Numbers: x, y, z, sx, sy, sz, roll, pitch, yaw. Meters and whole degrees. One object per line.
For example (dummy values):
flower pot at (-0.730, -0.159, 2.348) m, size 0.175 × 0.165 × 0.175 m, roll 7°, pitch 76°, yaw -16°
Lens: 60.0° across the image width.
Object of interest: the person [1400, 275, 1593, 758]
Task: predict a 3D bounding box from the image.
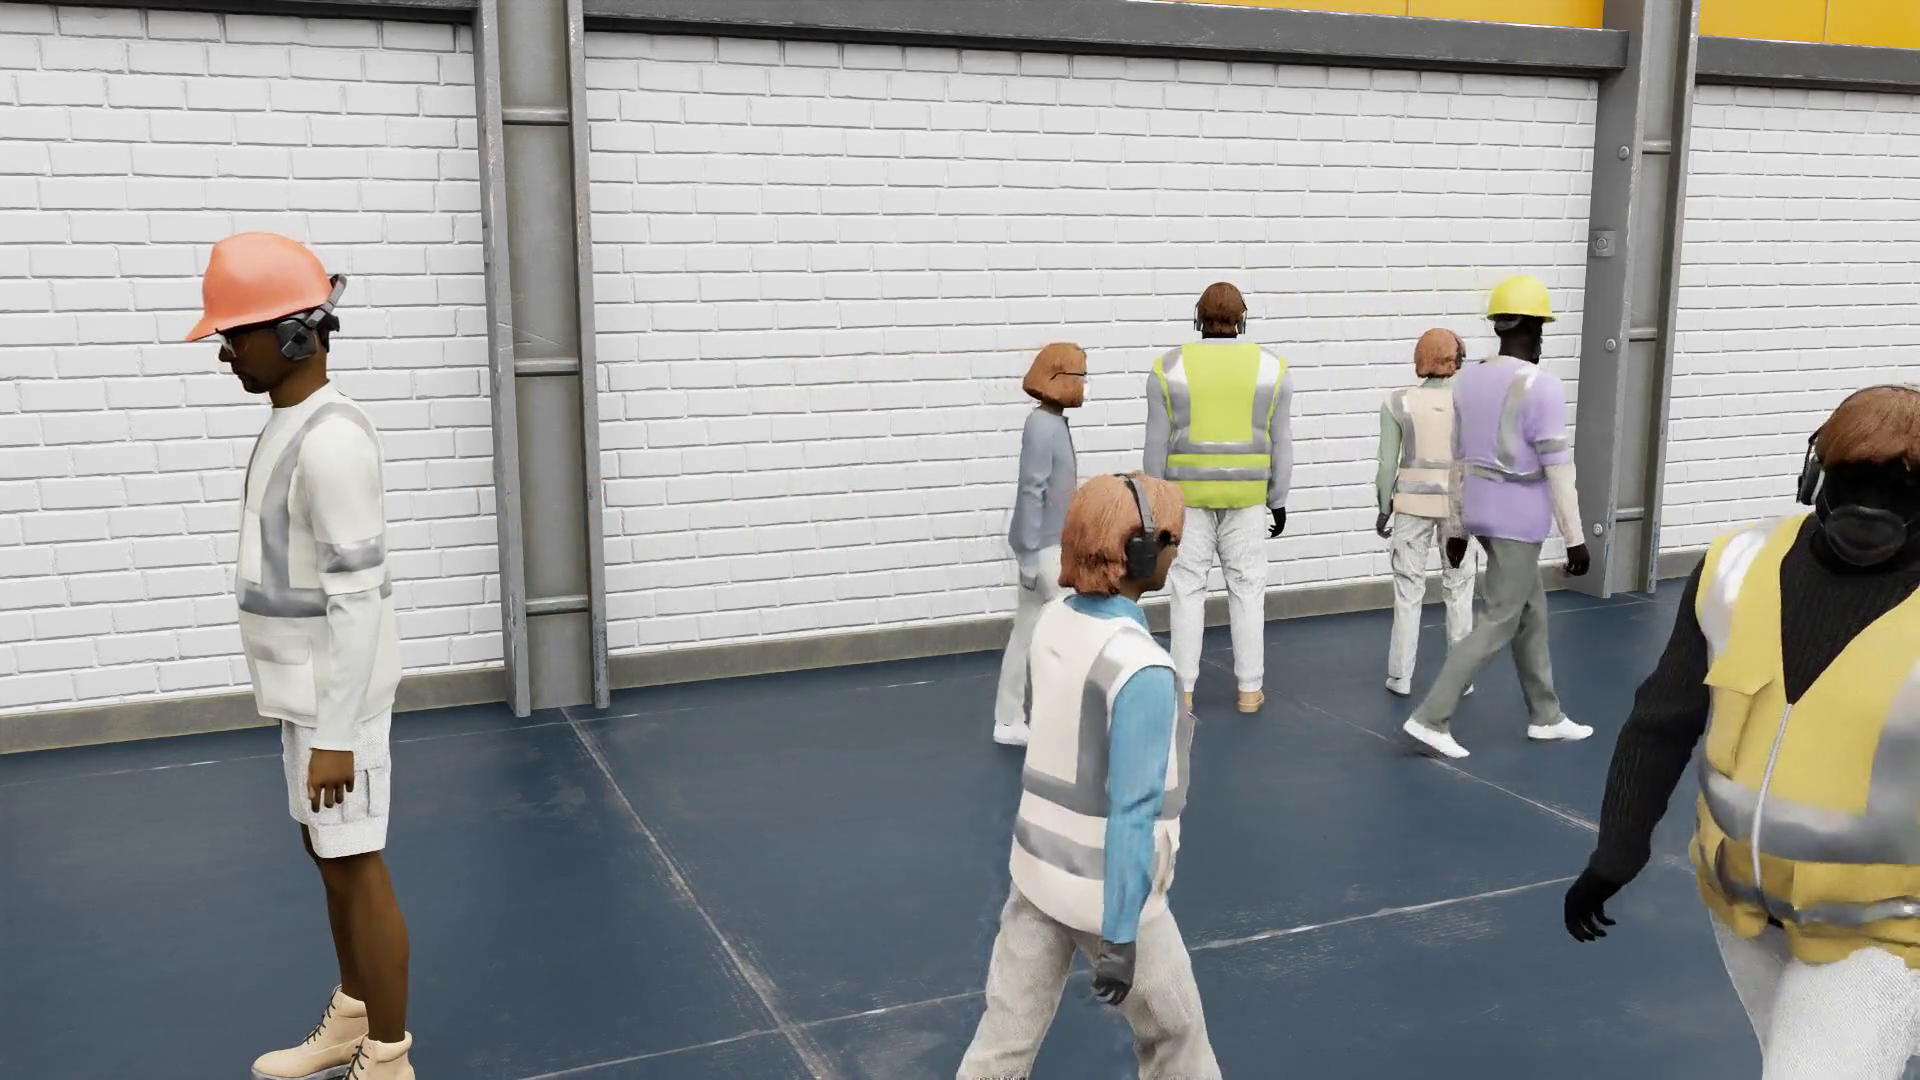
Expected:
person at (2.135, -0.081, 6.496) m, size 0.914 × 1.885 × 0.599 m, roll -2°, pitch 11°, yaw -12°

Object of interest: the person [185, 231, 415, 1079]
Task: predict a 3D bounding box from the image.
person at (-1.460, 0.342, 3.730) m, size 0.389 × 2.036 × 0.605 m, roll -6°, pitch 12°, yaw -29°

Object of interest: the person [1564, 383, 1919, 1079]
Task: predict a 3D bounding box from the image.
person at (1.374, 0.634, 2.787) m, size 0.994 × 1.784 × 0.644 m, roll -6°, pitch 12°, yaw -28°

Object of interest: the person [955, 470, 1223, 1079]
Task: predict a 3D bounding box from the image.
person at (0.280, 0.659, 3.196) m, size 0.864 × 1.590 × 0.518 m, roll -5°, pitch 11°, yaw -24°

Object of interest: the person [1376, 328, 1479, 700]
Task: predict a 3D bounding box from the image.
person at (2.083, -0.108, 7.306) m, size 0.512 × 1.638 × 0.312 m, roll 2°, pitch 11°, yaw 13°

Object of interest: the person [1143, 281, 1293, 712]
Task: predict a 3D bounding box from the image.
person at (1.094, -0.175, 7.113) m, size 0.634 × 1.841 × 0.429 m, roll 1°, pitch 10°, yaw 3°

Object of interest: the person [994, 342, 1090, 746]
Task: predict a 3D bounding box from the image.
person at (0.371, 0.041, 6.498) m, size 0.543 × 1.614 × 0.547 m, roll 2°, pitch 10°, yaw 10°
